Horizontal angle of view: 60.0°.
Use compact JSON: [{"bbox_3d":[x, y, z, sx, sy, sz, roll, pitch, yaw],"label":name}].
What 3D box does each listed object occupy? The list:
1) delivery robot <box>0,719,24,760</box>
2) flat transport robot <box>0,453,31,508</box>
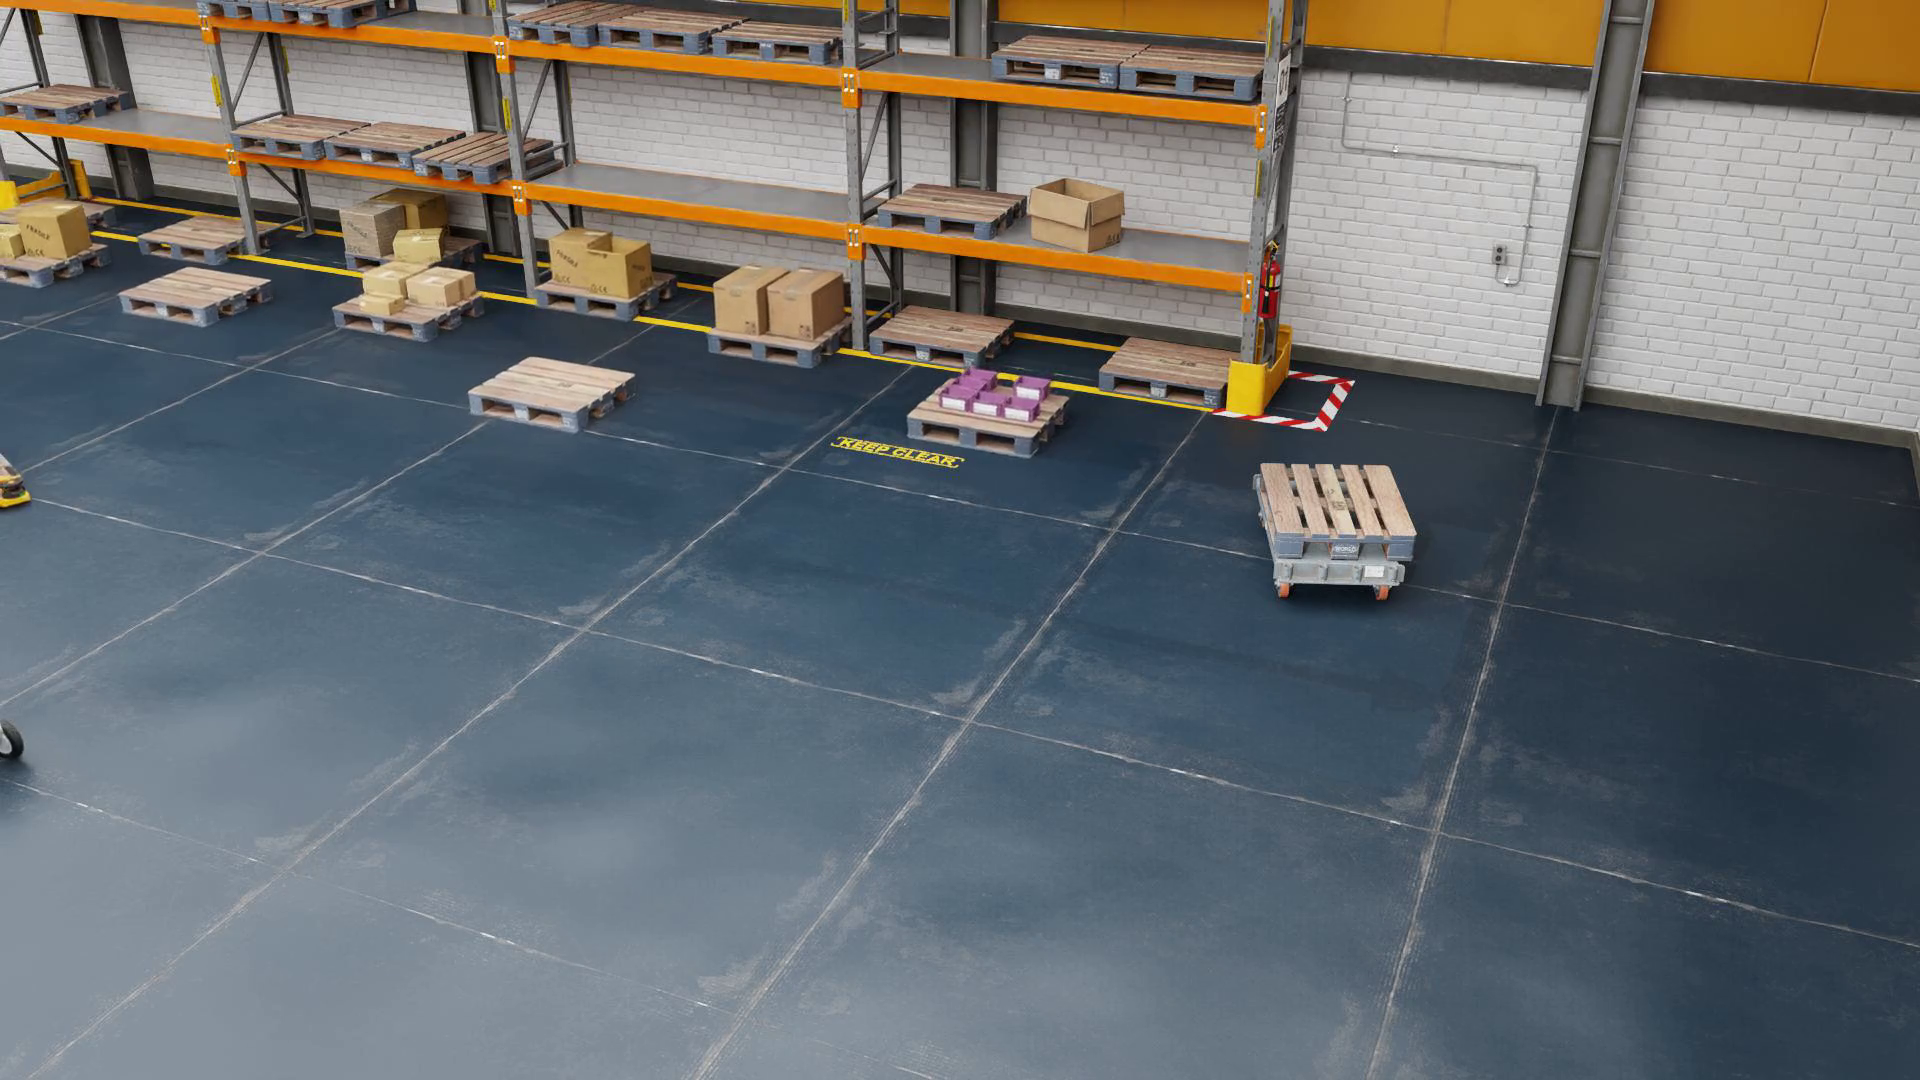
[{"bbox_3d":[-6.266,1.197,10.298,0.765,0.594,0.525,10,29,19],"label":"delivery robot"},{"bbox_3d":[-8.380,-0.537,13.973,0.659,0.231,1.431,-22,35,-36],"label":"flat transport robot"}]
